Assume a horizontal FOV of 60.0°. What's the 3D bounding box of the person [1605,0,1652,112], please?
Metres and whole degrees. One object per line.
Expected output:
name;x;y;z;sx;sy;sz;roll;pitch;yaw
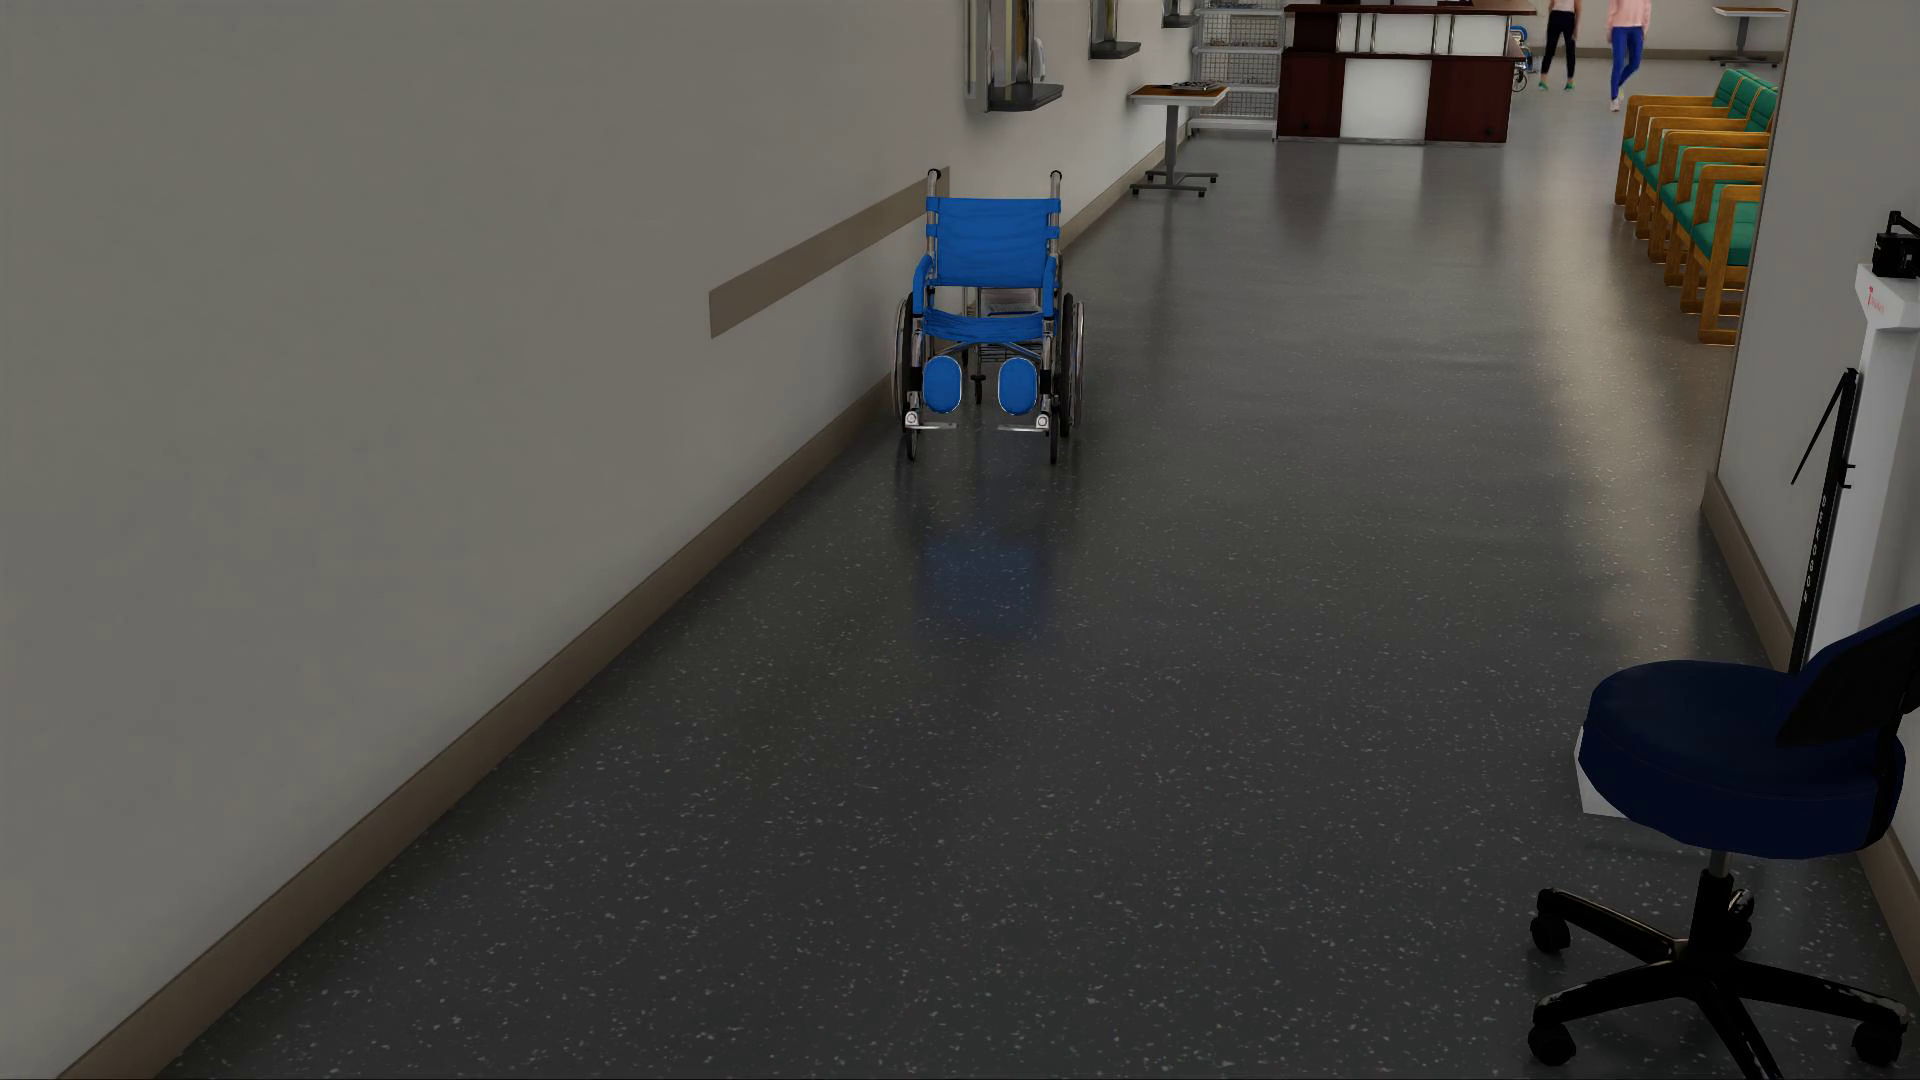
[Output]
person;7.775;-5.916;19.441;0.801;1.751;0.772;3;21;7

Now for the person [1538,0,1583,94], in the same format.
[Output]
person;7.573;-6.470;21.041;1.175;1.654;0.884;13;24;30
